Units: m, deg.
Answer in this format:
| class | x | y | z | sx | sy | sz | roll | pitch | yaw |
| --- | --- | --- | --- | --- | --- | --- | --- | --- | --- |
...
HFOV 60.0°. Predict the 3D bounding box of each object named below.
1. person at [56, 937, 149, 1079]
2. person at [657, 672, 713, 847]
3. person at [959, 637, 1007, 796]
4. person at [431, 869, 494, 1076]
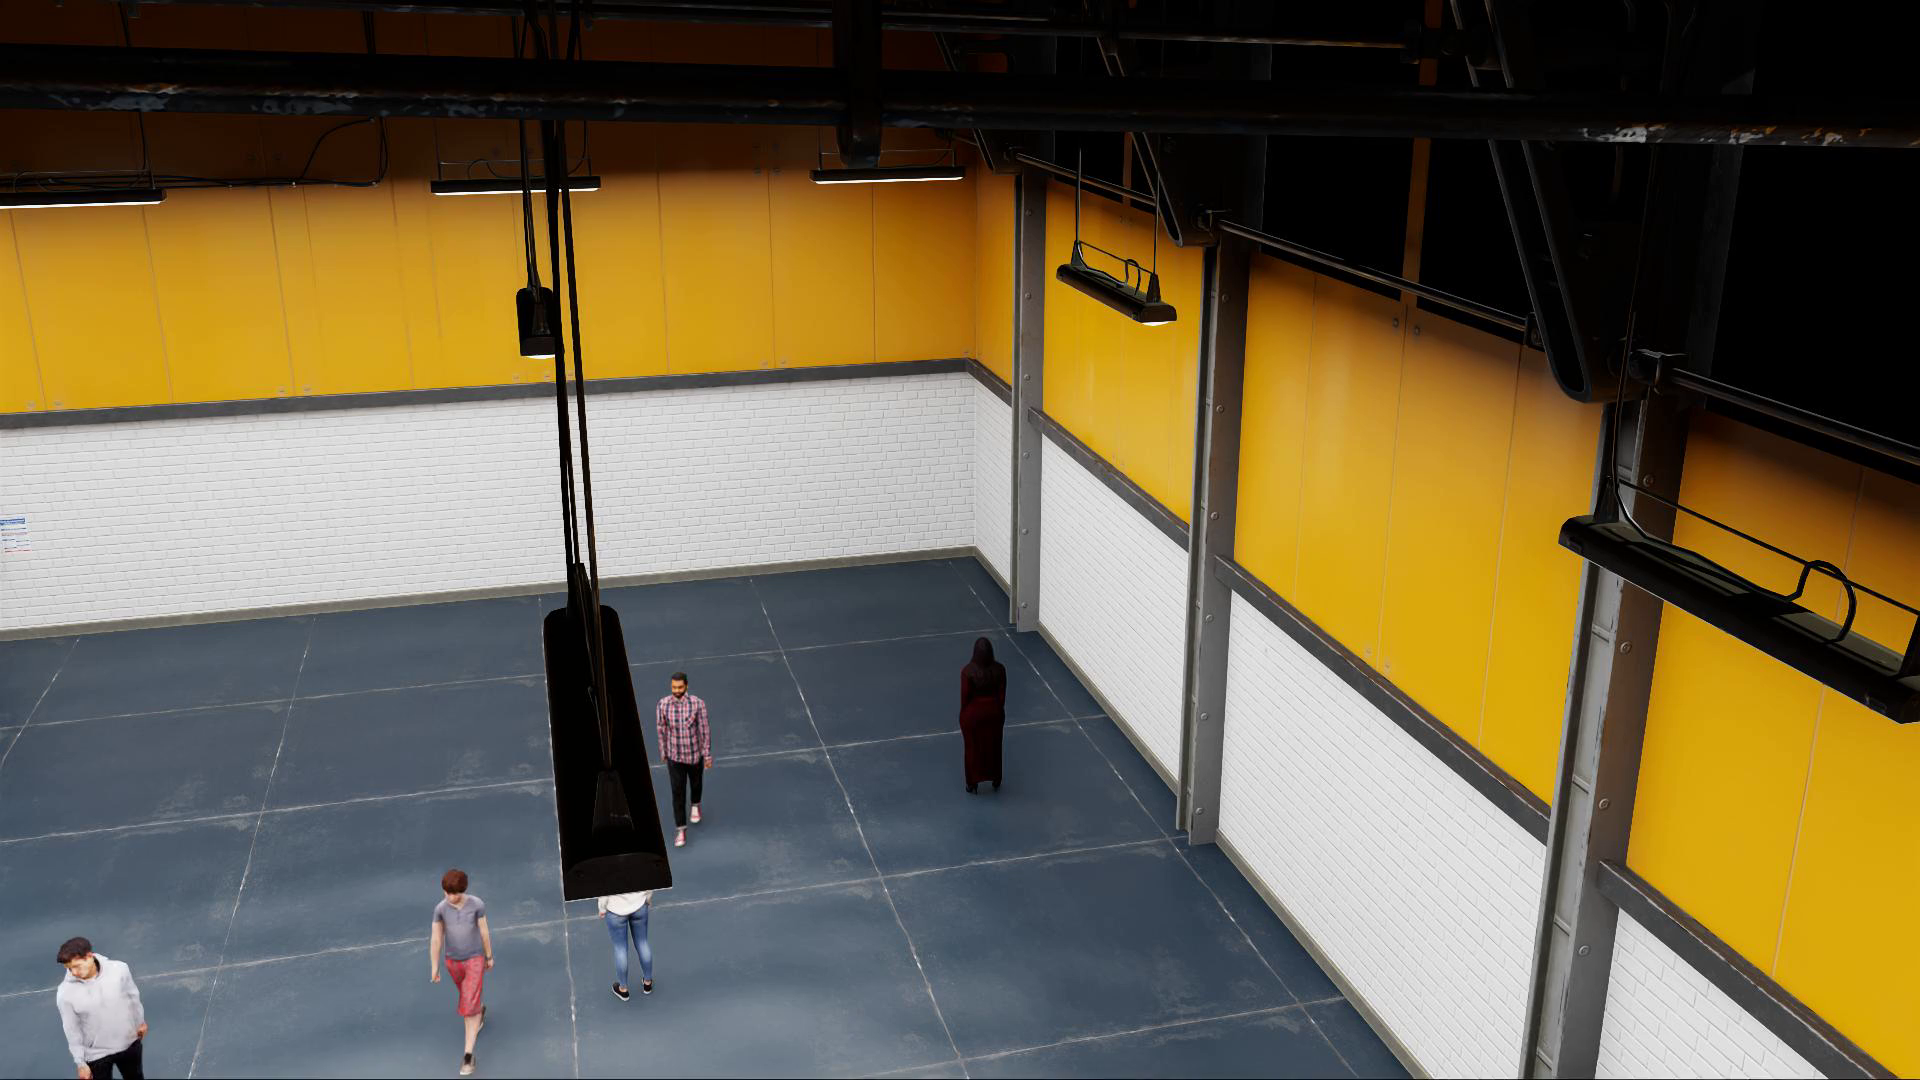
| class | x | y | z | sx | sy | sz | roll | pitch | yaw |
| --- | --- | --- | --- | --- | --- | --- | --- | --- | --- |
| person | -6.206 | 3.634 | 12.181 | 0.947 | 1.909 | 0.957 | 9 | 21 | 26 |
| person | -2.771 | 2.140 | 16.902 | 0.847 | 1.727 | 1.157 | -1 | 19 | -3 |
| person | 0.244 | 1.861 | 17.682 | 0.669 | 1.757 | 0.606 | -6 | 20 | -17 |
| person | -3.984 | 3.367 | 13.447 | 0.774 | 1.606 | 1.205 | -1 | 19 | -3 |
